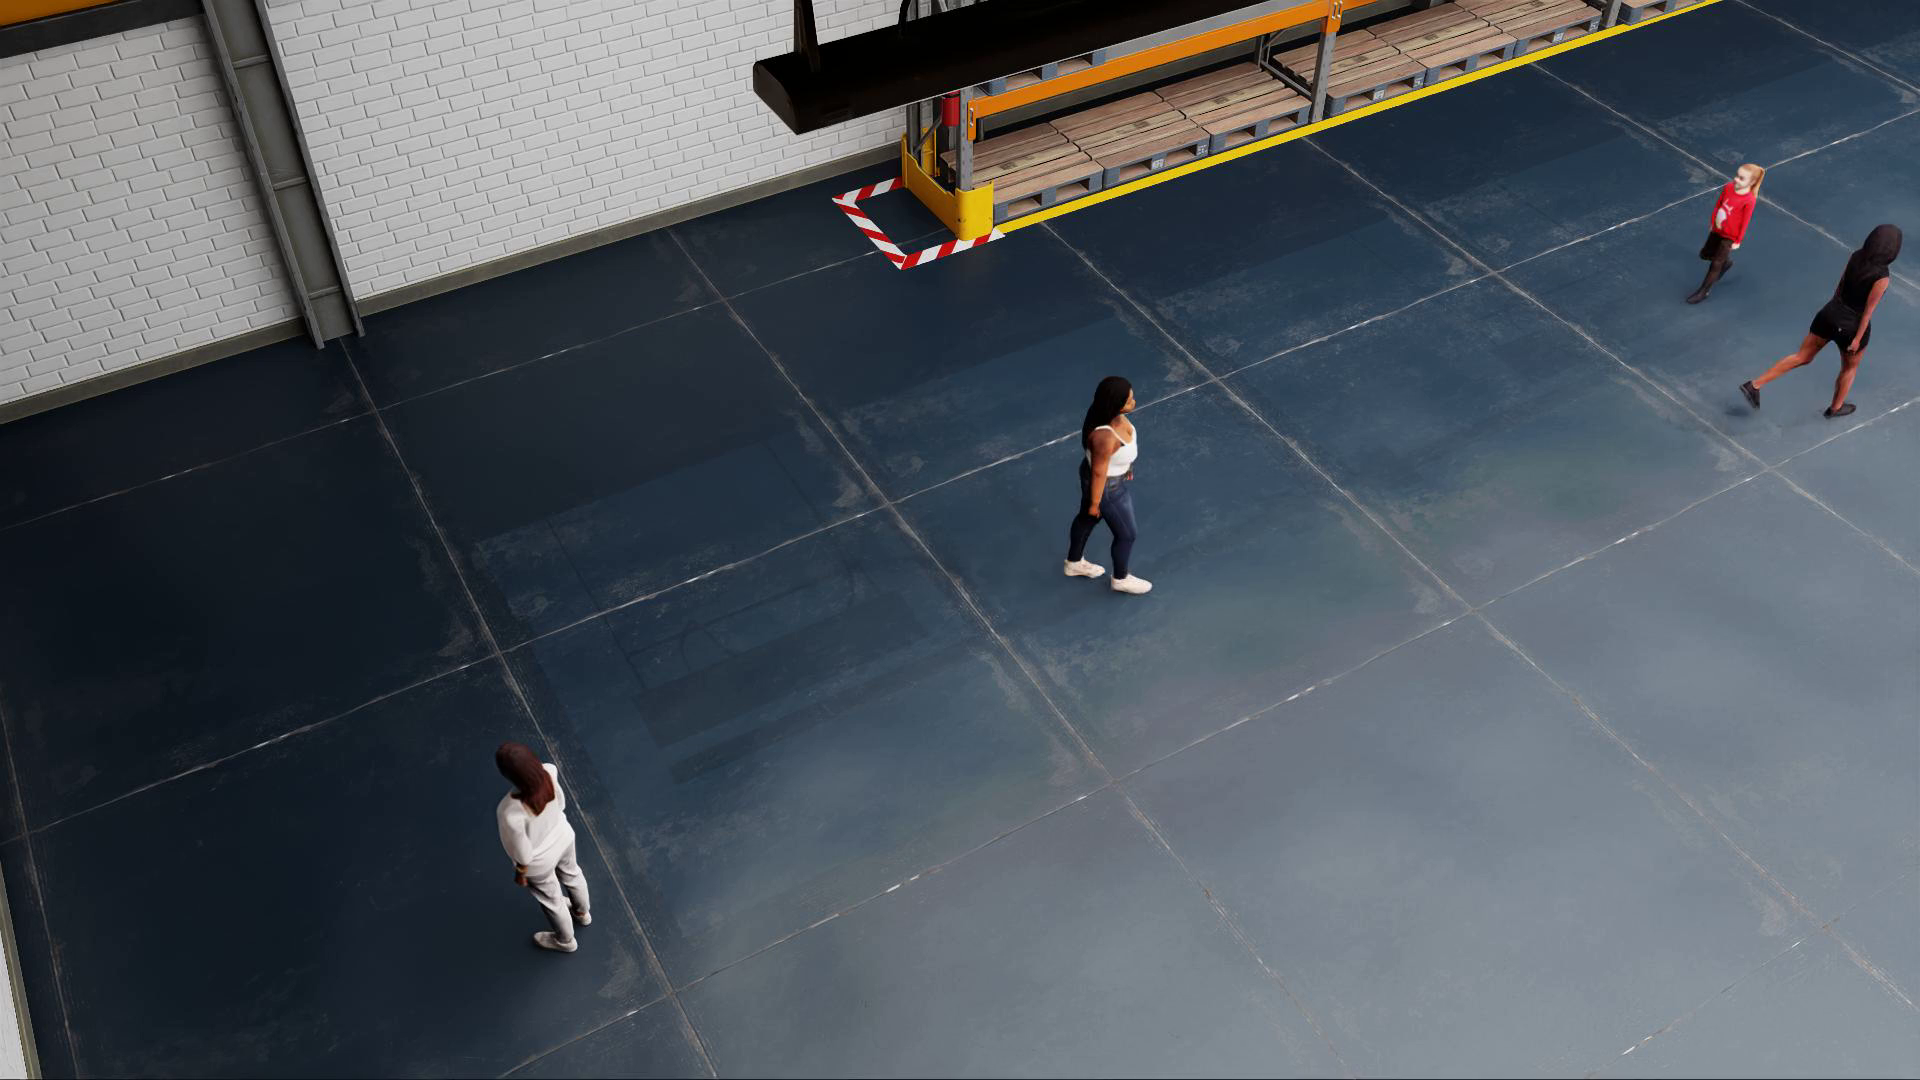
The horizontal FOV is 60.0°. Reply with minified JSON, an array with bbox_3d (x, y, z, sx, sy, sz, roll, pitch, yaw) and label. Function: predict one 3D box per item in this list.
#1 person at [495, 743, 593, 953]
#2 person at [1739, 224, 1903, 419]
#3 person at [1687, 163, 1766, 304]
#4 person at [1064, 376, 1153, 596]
[{"bbox_3d":[-2.276,1.671,9.096,0.746,1.690,0.666,15,46,15],"label":"person"},{"bbox_3d":[6.526,-1.591,12.510,1.252,1.703,0.929,-5,44,-5],"label":"person"},{"bbox_3d":[6.425,-2.571,13.852,0.726,1.272,0.499,-20,47,-20],"label":"person"},{"bbox_3d":[0.866,-0.380,11.178,0.977,1.788,0.877,2,44,2],"label":"person"}]
